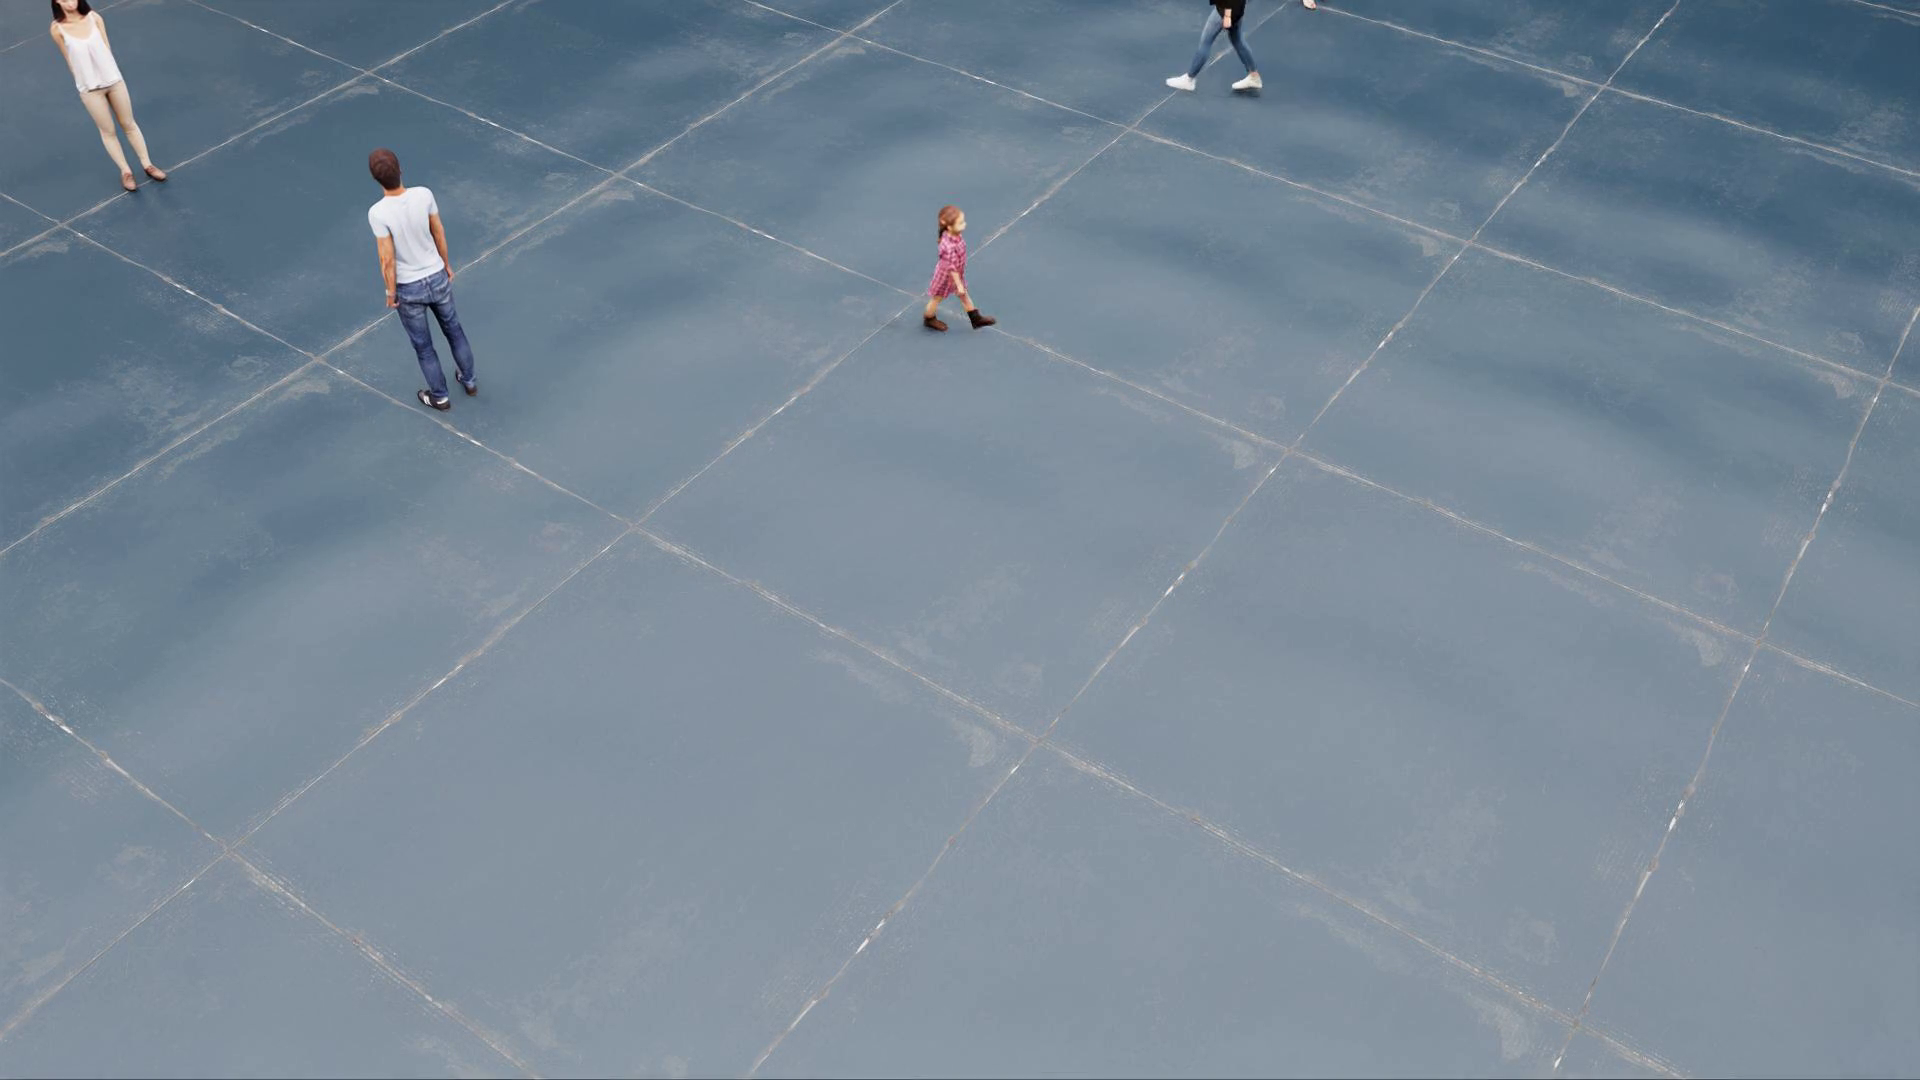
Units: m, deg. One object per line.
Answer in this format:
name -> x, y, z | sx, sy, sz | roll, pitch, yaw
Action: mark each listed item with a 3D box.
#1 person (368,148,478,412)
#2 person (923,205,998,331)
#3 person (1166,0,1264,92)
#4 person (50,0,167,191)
person -> -3.440, -1.653, 10.621 | 0.676, 1.865, 0.611 | -33, 52, -30
person -> -0.117, -1.849, 11.466 | 0.795, 0.998, 0.622 | 6, 43, 7
person -> 2.300, -4.441, 13.795 | 1.095, 1.608, 0.773 | 13, 45, 13
person -> -6.622, -3.523, 12.779 | 0.583, 1.653, 0.656 | 26, 49, 25
